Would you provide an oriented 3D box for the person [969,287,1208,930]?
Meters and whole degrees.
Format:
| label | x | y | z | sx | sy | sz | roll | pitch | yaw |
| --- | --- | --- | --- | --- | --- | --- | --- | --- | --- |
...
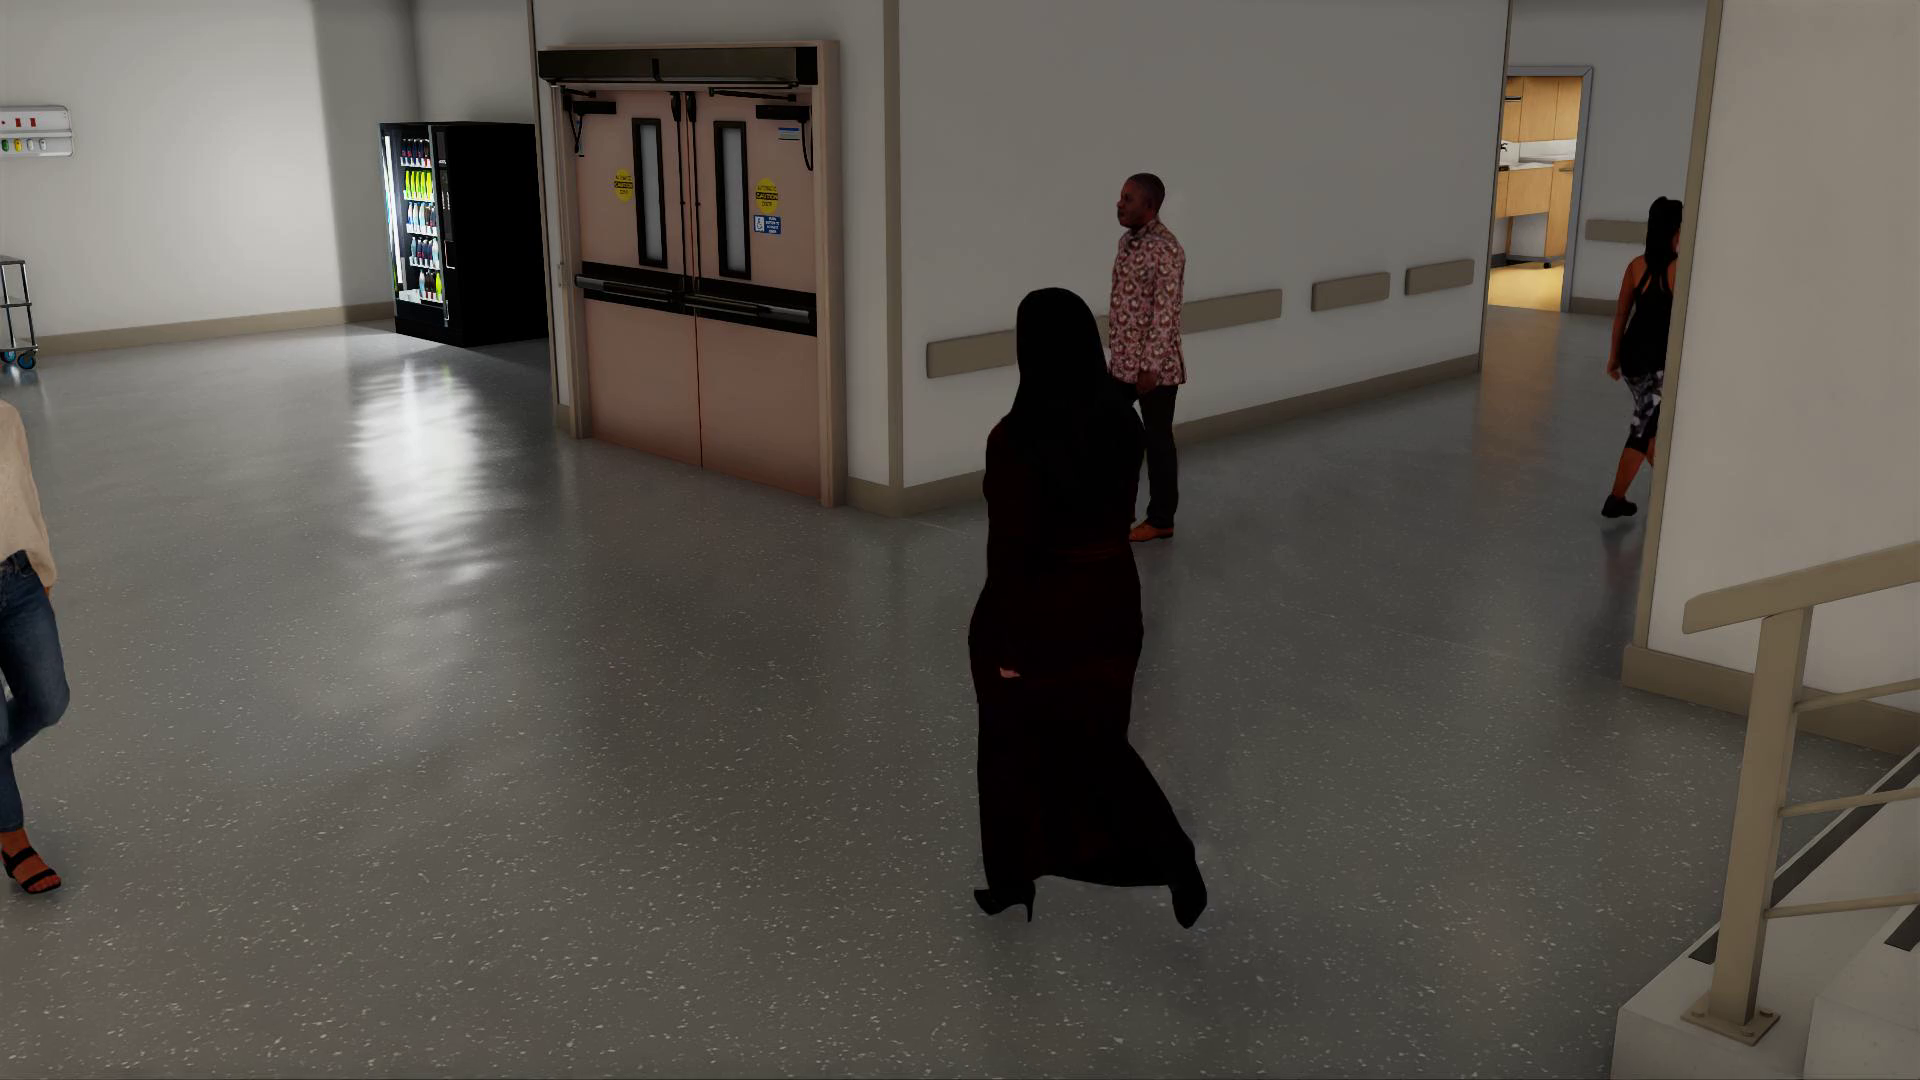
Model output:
| label | x | y | z | sx | sy | sz | roll | pitch | yaw |
| --- | --- | --- | --- | --- | --- | --- | --- | --- | --- |
| person | 0.325 | 0.247 | 4.260 | 0.720 | 1.734 | 0.963 | -13 | 20 | -38 |

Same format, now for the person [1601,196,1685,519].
| label | x | y | z | sx | sy | sz | roll | pitch | yaw |
| --- | --- | --- | --- | --- | --- | --- | --- | --- | --- |
| person | 3.514 | -0.903 | 8.523 | 0.741 | 1.634 | 0.995 | -12 | 20 | -37 |

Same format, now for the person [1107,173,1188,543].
| label | x | y | z | sx | sy | sz | roll | pitch | yaw |
| --- | --- | --- | --- | --- | --- | --- | --- | --- | --- |
| person | 0.973 | -0.874 | 8.131 | 0.892 | 1.792 | 0.774 | -7 | 17 | -23 |

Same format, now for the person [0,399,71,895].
| label | x | y | z | sx | sy | sz | roll | pitch | yaw |
| --- | --- | --- | --- | --- | --- | --- | --- | --- | --- |
| person | -2.803 | 0.167 | 4.668 | 0.844 | 1.667 | 0.712 | 10 | 19 | 32 |
